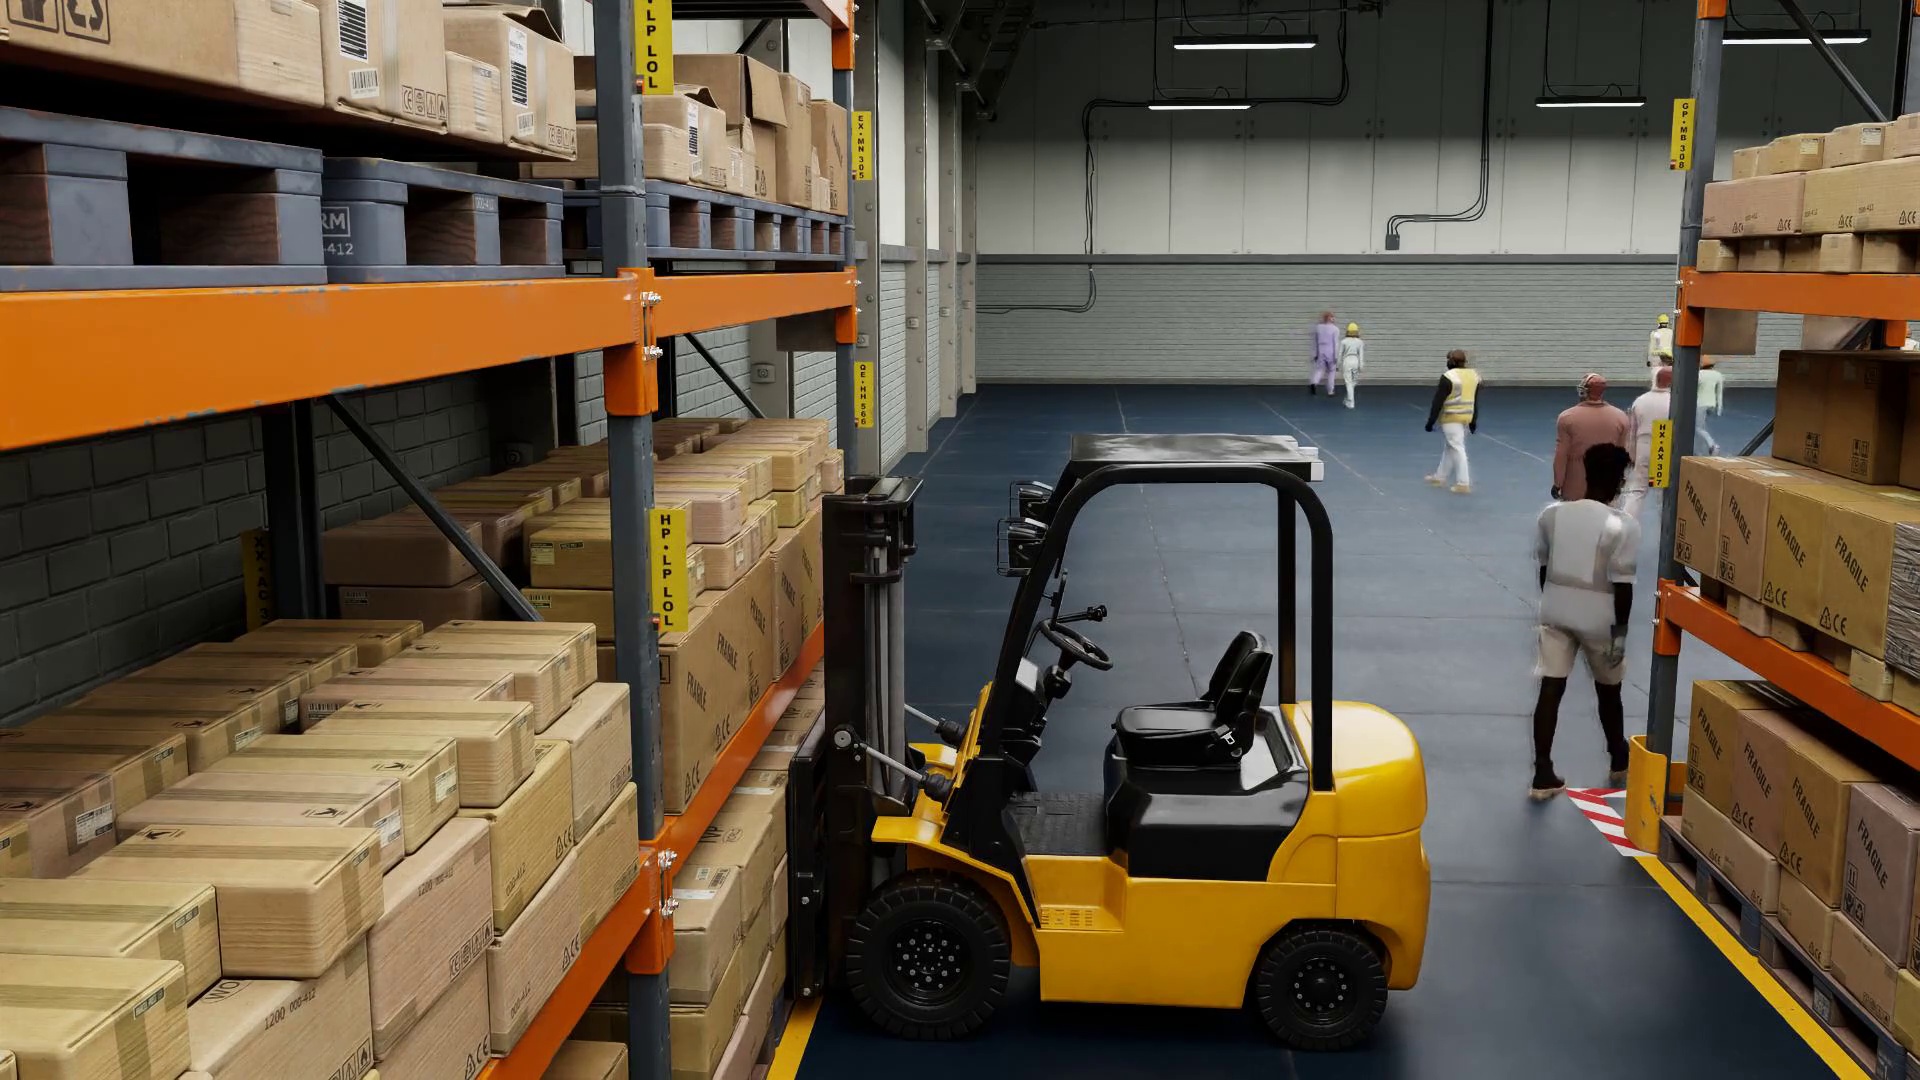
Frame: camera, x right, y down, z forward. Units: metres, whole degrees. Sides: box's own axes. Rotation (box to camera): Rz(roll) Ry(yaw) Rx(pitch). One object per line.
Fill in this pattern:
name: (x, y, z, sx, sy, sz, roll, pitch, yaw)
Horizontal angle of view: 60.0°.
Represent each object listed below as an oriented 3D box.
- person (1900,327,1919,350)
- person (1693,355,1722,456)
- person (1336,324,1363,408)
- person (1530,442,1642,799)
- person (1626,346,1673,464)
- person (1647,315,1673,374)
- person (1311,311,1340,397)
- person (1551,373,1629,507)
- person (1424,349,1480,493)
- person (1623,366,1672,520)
person: (18.859, -3.427, 33.225, 0.513, 1.640, 0.309, 1, 9, 6)
person: (10.902, -1.935, 24.260, 0.507, 1.608, 0.655, -2, 10, -11)
person: (7.886, -3.521, 33.618, 0.489, 1.697, 0.904, -2, 9, -9)
person: (3.439, 0.415, 9.078, 0.974, 1.912, 0.637, -8, 13, -41)
person: (9.986, -1.934, 23.914, 0.824, 1.724, 0.522, -1, 9, -9)
person: (14.817, -3.844, 35.162, 0.600, 1.831, 0.404, -1, 9, -4)
person: (7.982, -4.050, 36.249, 0.648, 1.884, 0.656, -9, 13, -44)
person: (5.610, -0.536, 14.882, 0.649, 1.912, 0.409, 0, 9, -1)
person: (6.193, -1.520, 21.142, 0.639, 1.800, 0.899, -7, 12, -36)
person: (7.071, -0.839, 16.908, 1.012, 1.859, 0.659, -7, 12, -36)
